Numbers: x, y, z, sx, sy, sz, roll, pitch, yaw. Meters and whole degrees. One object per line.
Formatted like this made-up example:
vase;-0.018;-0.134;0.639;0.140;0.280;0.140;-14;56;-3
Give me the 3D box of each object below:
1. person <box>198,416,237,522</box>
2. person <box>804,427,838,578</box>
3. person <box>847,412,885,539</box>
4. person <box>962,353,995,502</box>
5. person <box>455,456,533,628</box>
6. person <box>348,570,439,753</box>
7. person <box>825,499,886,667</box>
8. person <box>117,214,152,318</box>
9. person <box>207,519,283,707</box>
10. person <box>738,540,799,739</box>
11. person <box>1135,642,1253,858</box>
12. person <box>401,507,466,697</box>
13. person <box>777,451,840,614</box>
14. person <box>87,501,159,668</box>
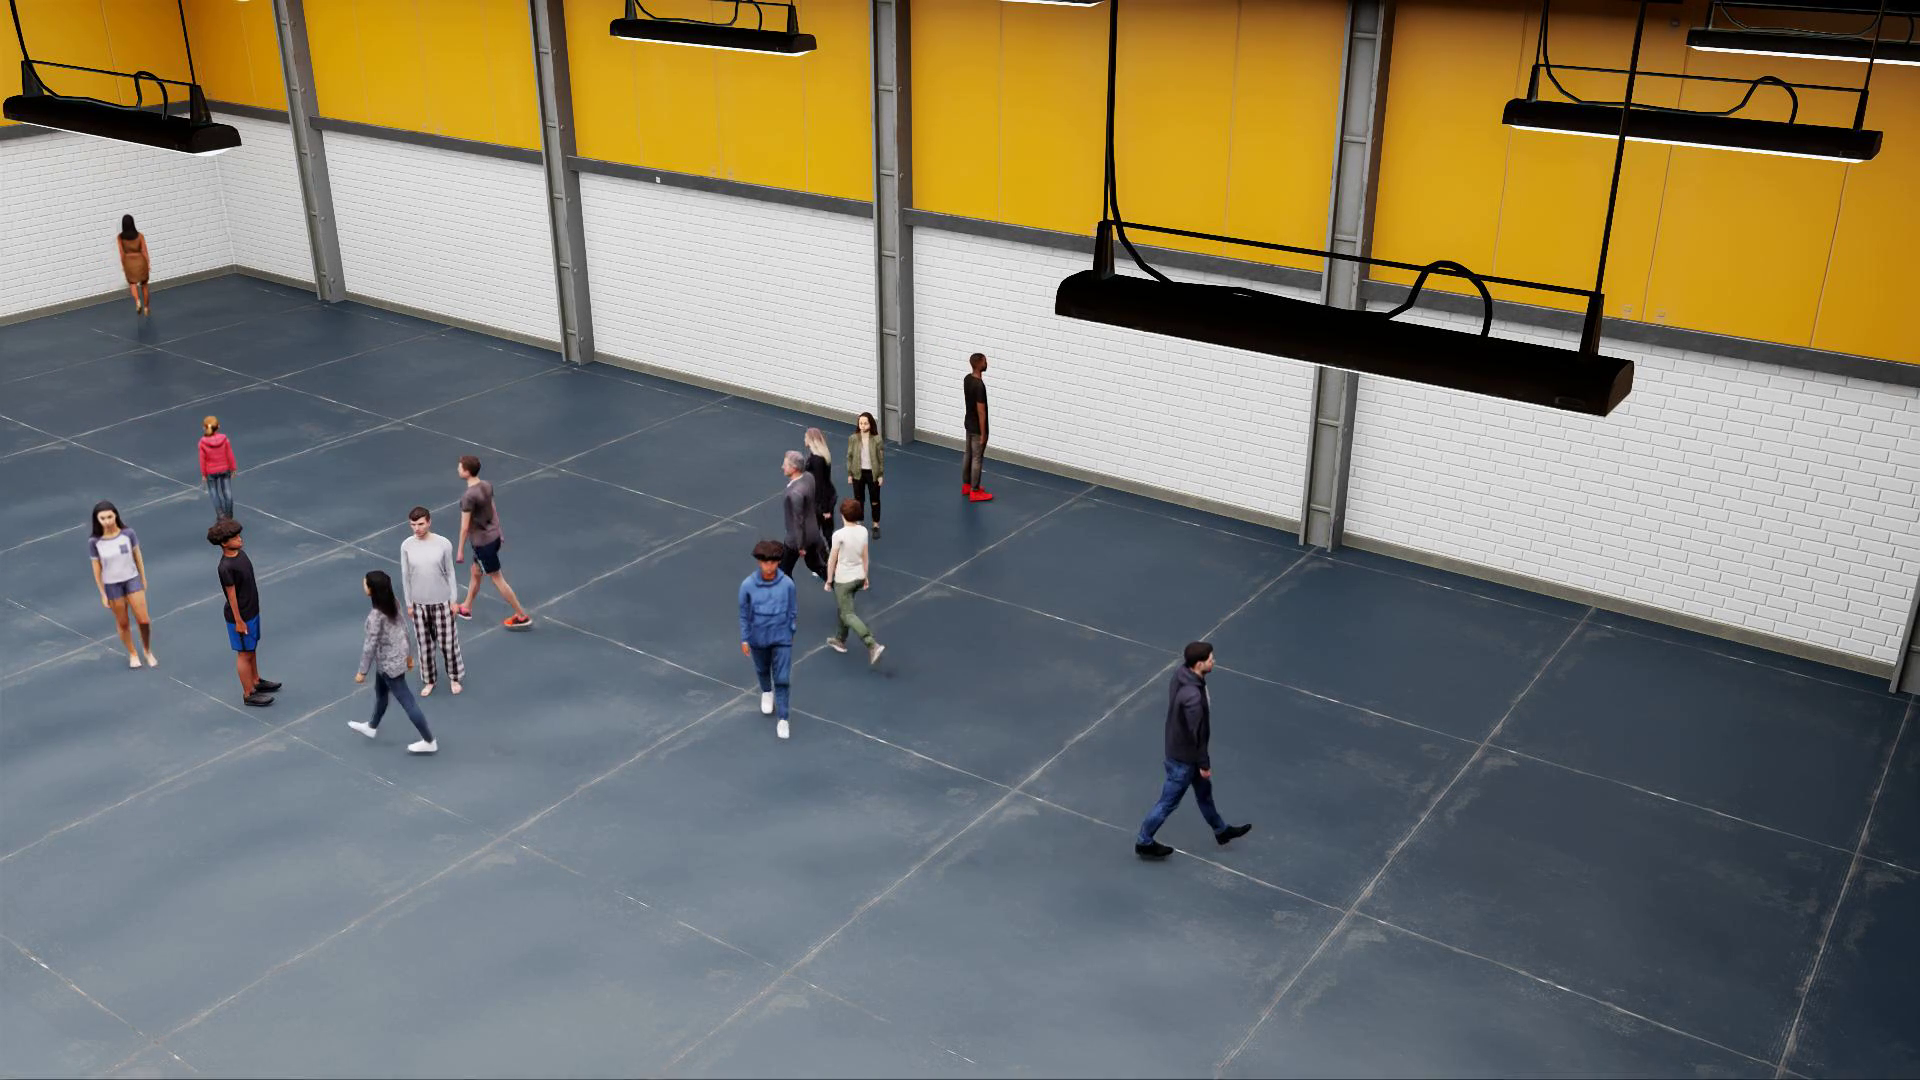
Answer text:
person;-8.474;-0.761;19.013;0.622;1.308;0.650;-13;27;-27
person;-1.370;-0.375;17.687;0.765;1.661;0.742;1;24;3
person;-1.054;-0.737;18.748;0.595;1.476;0.714;3;24;7
person;0.178;-1.355;19.748;0.765;1.806;0.657;-9;25;-20
person;-4.641;0.063;16.516;1.284;1.799;1.015;4;24;8
person;-4.804;1.088;14.304;1.181;1.690;0.962;2;24;6
person;-1.008;0.432;15.890;1.129;1.623;0.712;21;31;40
person;-13.324;-4.395;26.868;0.778;1.674;0.864;-9;25;-19
person;-6.564;0.643;15.187;0.767;1.799;0.716;-3;24;-6
person;-1.713;0.818;14.826;1.181;1.767;1.187;-2;24;-4
person;1.648;1.661;12.817;1.269;1.832;1.097;0;24;0
person;-4.872;0.550;15.339;0.687;1.847;0.757;-3;24;-7
person;-1.521;-0.037;16.743;1.294;1.799;1.032;5;24;12
person;-7.994;0.407;15.828;0.699;1.718;0.740;-13;27;-28
